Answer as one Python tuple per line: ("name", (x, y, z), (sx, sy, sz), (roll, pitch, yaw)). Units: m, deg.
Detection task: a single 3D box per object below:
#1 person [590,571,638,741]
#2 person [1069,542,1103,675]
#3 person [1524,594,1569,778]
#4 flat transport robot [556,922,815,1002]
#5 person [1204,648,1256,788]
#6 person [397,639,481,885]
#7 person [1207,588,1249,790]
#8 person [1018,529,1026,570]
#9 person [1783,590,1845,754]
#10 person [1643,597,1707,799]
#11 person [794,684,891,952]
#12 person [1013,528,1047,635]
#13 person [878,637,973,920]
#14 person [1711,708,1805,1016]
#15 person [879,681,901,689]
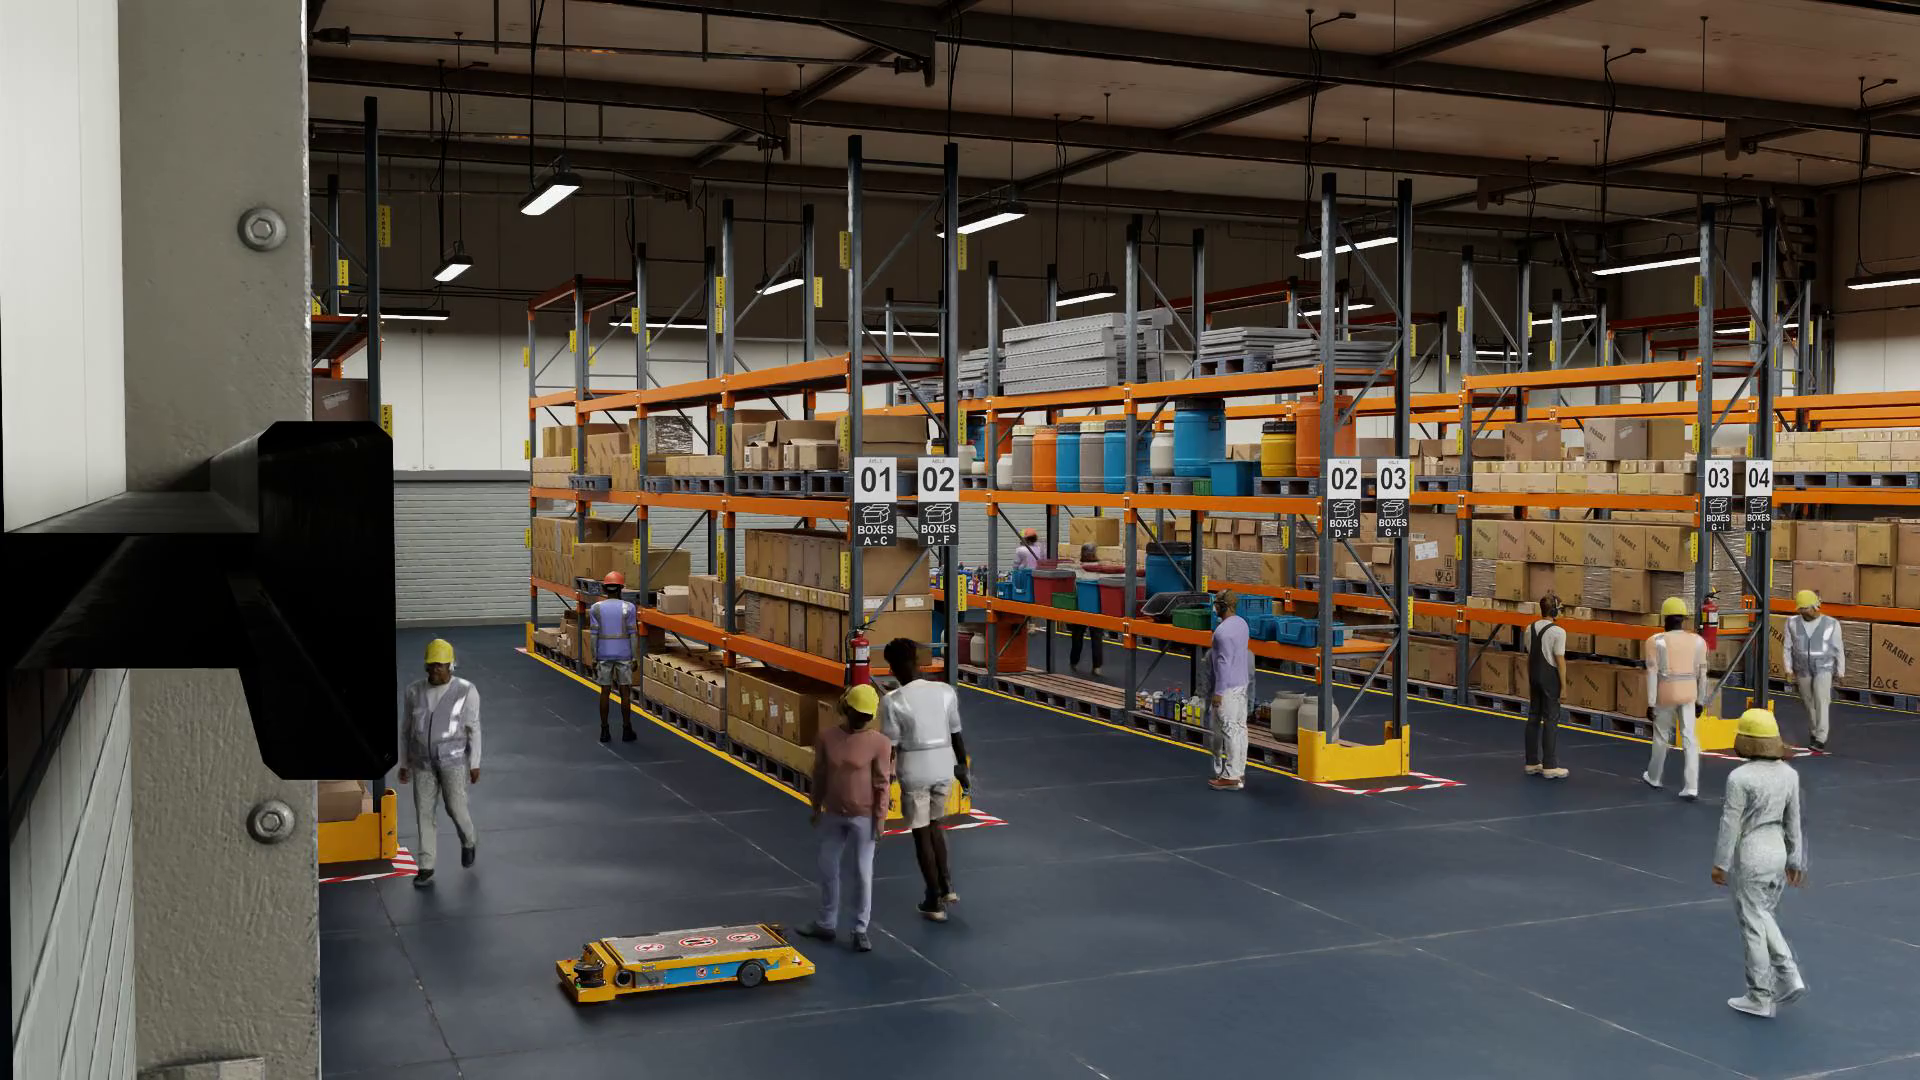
("person", (-3.941, 1.323, 20.451), (0.543, 1.931, 0.371), (0, 2, 1))
("person", (1.952, 1.027, 27.301), (0.705, 2.000, 1.000), (0, 2, -7))
("person", (5.914, 1.461, 18.058), (0.330, 1.840, 0.507), (-1, 2, -27))
("flat transport robot", (-1.658, 2.531, 10.816), (1.431, 0.197, 0.652), (-1, 2, -23))
("person", (2.644, 1.586, 17.594), (0.513, 1.615, 0.599), (0, 2, 2))
("person", (-3.917, 1.644, 13.474), (0.614, 1.819, 0.590), (0, 2, 5))
("person", (2.605, 1.437, 17.371), (0.370, 1.940, 0.627), (1, 2, 27))
("person", (1.455, 0.678, 38.739), (0.495, 1.817, 0.597), (0, 2, -3))
("person", (9.427, 1.438, 19.789), (0.606, 1.765, 0.901), (2, 3, 37))
("person", (6.775, 1.483, 16.988), (0.606, 1.875, 1.019), (0, 2, 0))
("person", (-0.782, 1.770, 11.529), (0.729, 1.716, 0.364), (1, 2, 22))
("person", (1.295, 0.775, 33.875), (0.623, 1.986, 1.043), (-1, 2, -18))
("person", (-0.258, 1.633, 12.369), (0.700, 1.926, 0.506), (-2, 3, -35))
("person", (4.500, 1.817, 10.167), (0.490, 1.730, 0.358), (-1, 2, -28))
("person", (-0.778, 1.476, 20.633), (0.521, 1.598, 0.793), (-1, 2, -13))
